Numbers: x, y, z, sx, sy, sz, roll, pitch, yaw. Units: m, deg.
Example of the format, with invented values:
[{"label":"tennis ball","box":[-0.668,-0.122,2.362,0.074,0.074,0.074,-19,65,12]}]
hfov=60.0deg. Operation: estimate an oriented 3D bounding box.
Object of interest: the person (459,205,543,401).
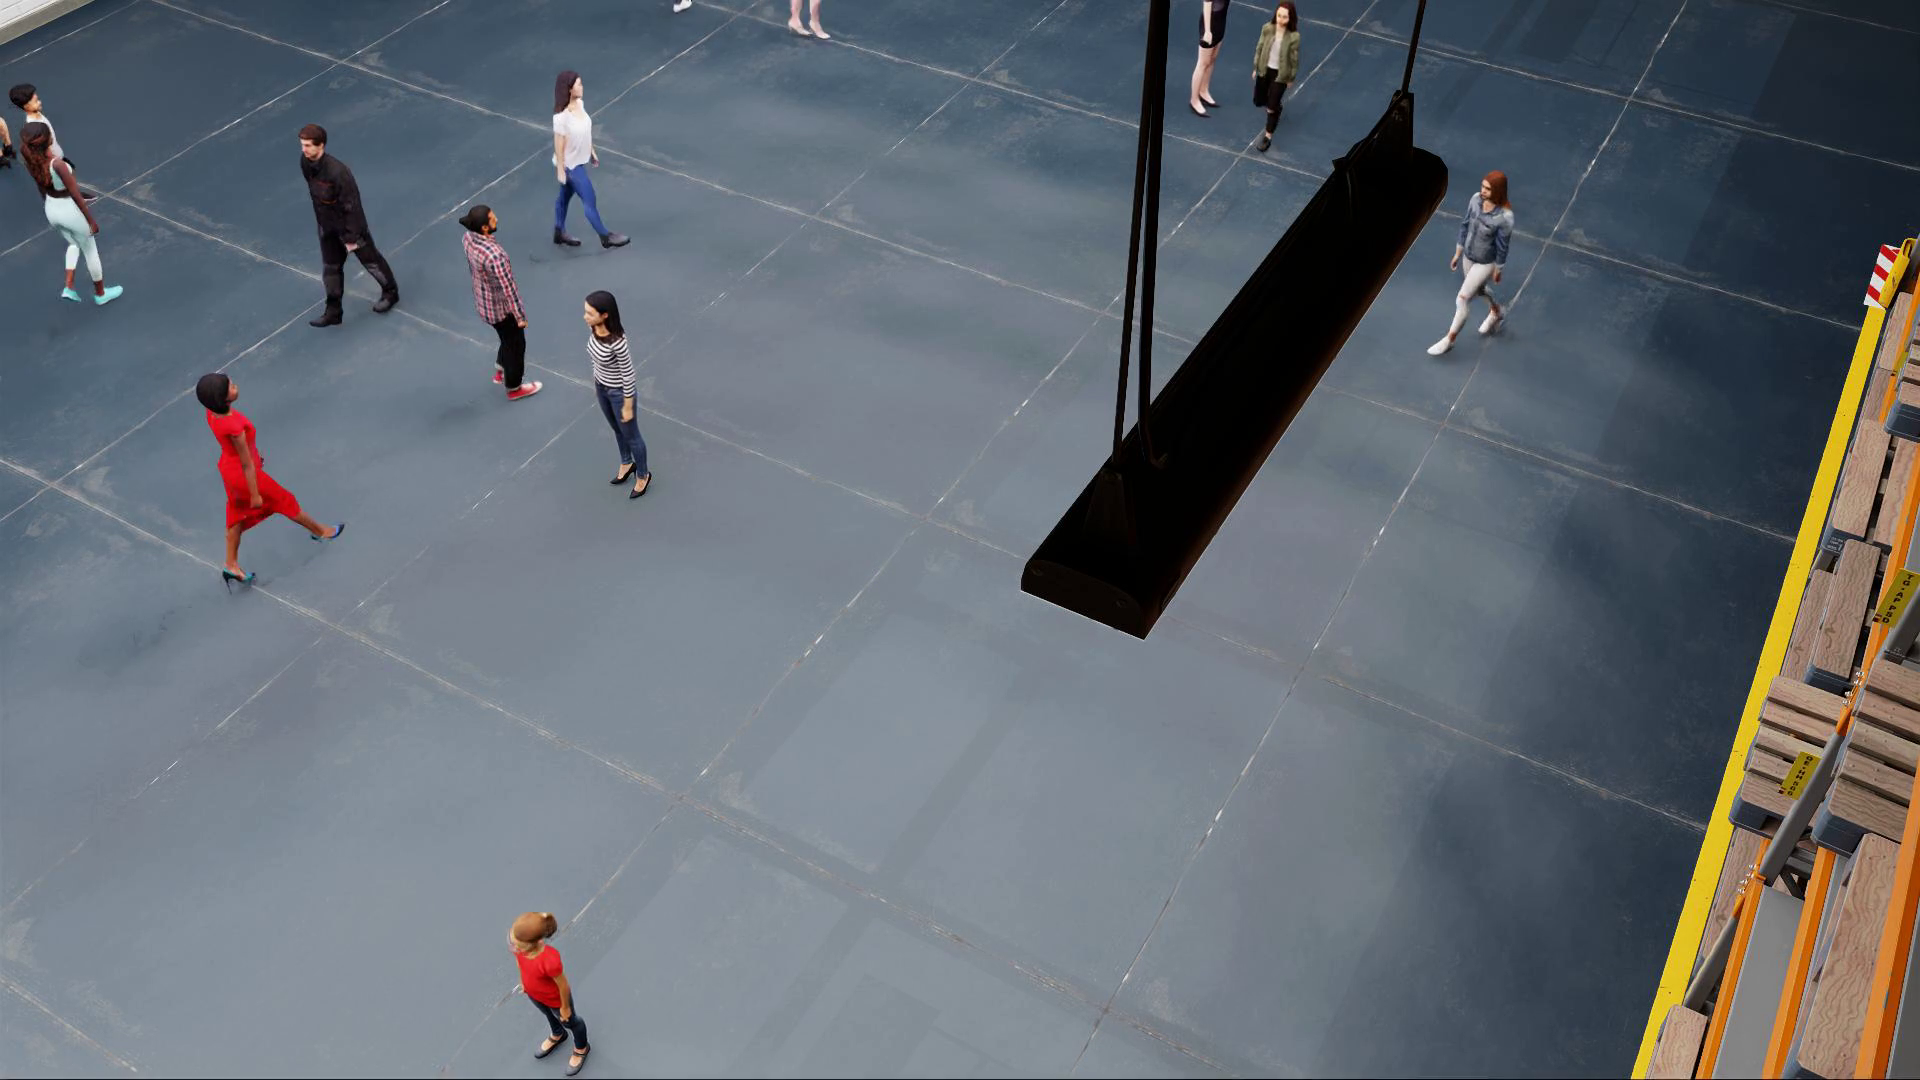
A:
[{"label":"person","box":[-3.622,-1.803,12.848,0.762,1.750,0.799,-29,51,-27]}]

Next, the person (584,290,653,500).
[{"label":"person","box":[-2.481,-1.055,12.029,0.592,1.796,0.644,-31,52,-28]}]

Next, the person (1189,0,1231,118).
[{"label":"person","box":[2.442,-5.018,16.164,0.631,1.831,0.410,21,47,21]}]

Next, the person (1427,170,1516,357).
[{"label":"person","box":[4.265,-2.274,13.405,1.143,1.664,0.988,-17,46,-18]}]

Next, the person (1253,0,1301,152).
[{"label":"person","box":[3.023,-4.456,15.841,0.649,1.463,0.798,27,50,26]}]

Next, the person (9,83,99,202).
[{"label":"person","box":[-8.323,-3.521,15.017,0.716,1.245,0.655,-11,45,-11]}]

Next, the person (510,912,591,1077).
[{"label":"person","box":[-2.168,2.370,8.787,0.485,1.310,0.490,25,49,24]}]

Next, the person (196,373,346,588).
[{"label":"person","box":[-4.966,-0.369,11.385,0.791,1.692,1.185,34,53,30]}]

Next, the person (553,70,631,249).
[{"label":"person","box":[-3.436,-3.236,14.431,0.926,1.642,0.987,10,45,11]}]

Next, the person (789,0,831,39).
[{"label":"person","box":[-1.723,-6.100,17.335,0.834,1.783,0.762,5,44,6]}]

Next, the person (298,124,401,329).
[{"label":"person","box":[-5.001,-2.633,13.681,0.745,1.803,1.013,23,48,23]}]

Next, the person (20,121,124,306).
[{"label":"person","box":[-7.436,-2.634,13.749,0.643,1.711,0.782,14,45,15]}]
